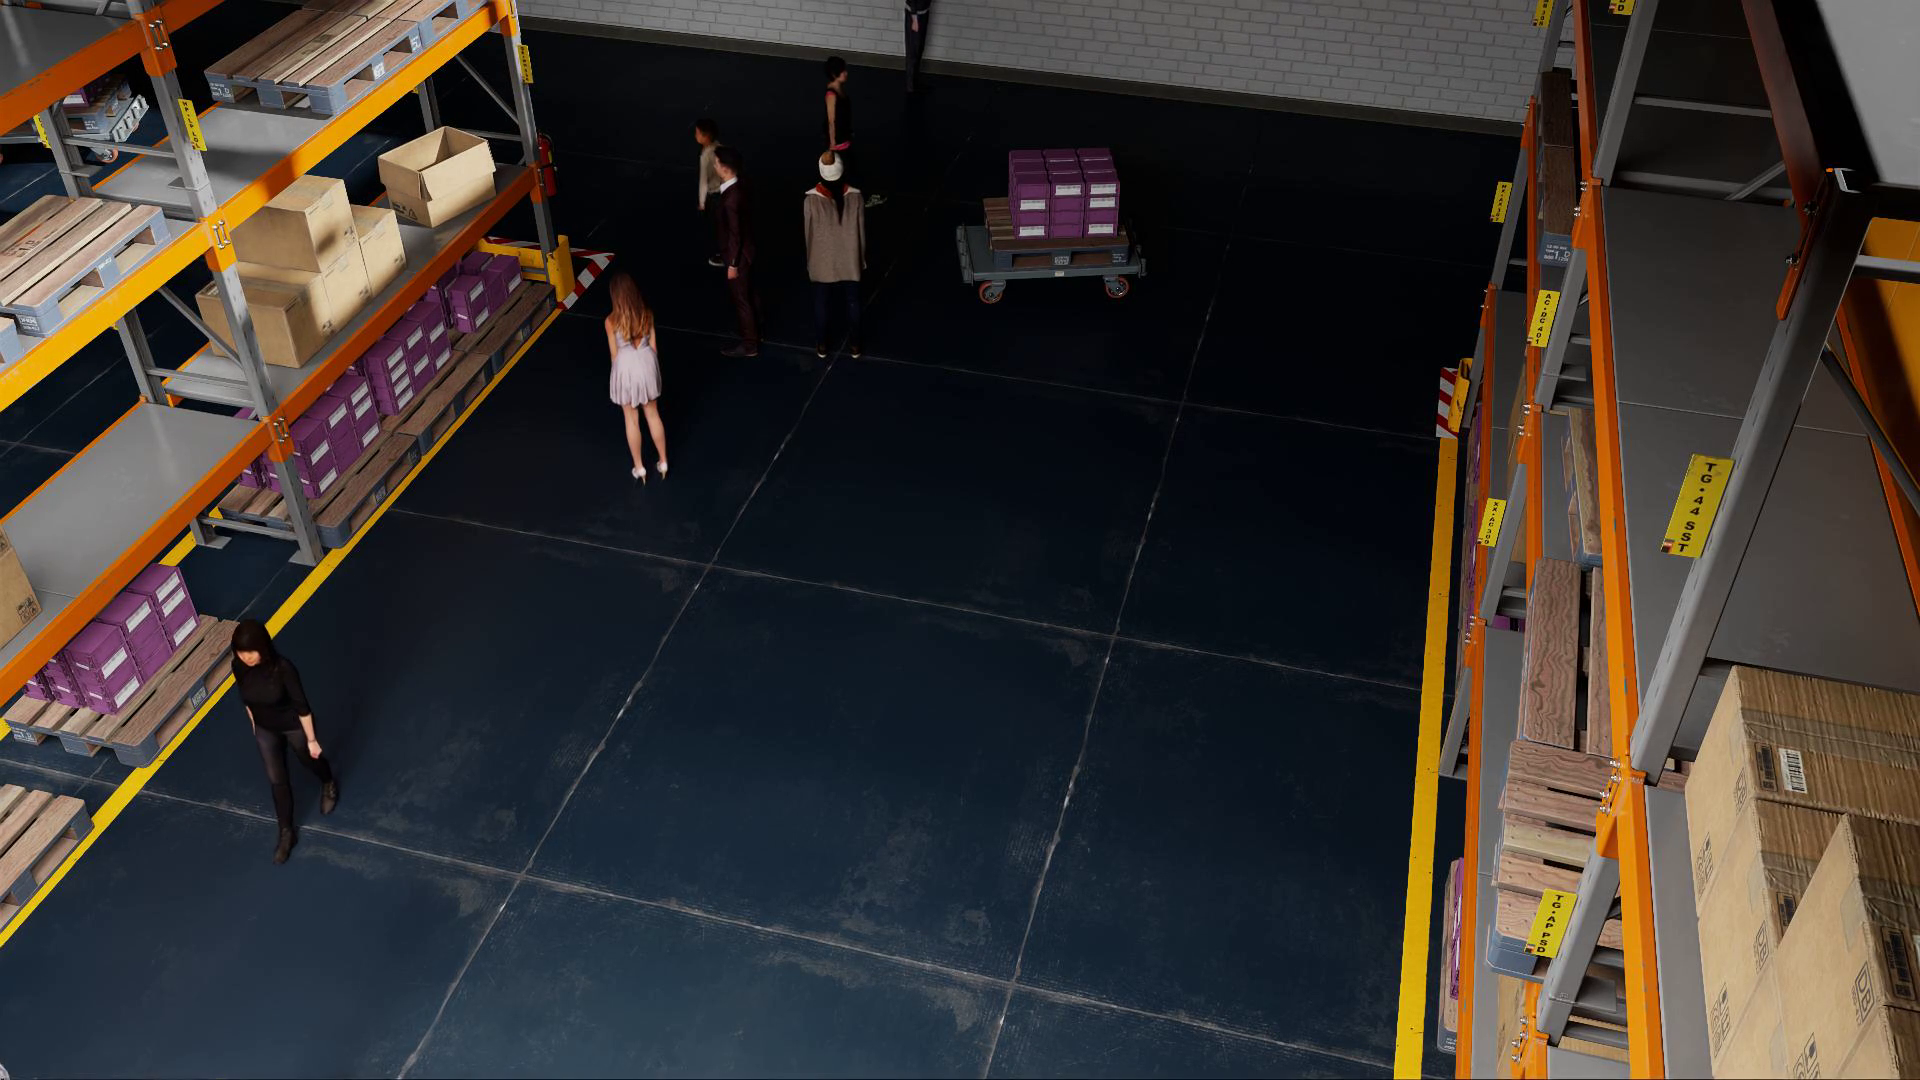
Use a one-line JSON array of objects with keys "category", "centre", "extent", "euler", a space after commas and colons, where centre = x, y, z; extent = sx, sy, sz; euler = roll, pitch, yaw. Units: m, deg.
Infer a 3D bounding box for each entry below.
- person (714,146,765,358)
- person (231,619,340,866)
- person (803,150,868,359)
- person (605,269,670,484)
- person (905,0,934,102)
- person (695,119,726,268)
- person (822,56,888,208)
[{"category": "person", "centre": [-1.845, -2.415, 13.903], "extent": [0.760, 1.864, 0.551], "euler": [5, 39, 6]}, {"category": "person", "centre": [-3.935, 1.048, 9.765], "extent": [0.720, 1.617, 0.967], "euler": [3, 39, 3]}, {"category": "person", "centre": [-1.047, -2.382, 13.840], "extent": [0.768, 1.892, 0.784], "euler": [-3, 39, -4]}, {"category": "person", "centre": [-2.417, -1.205, 12.467], "extent": [0.681, 1.766, 0.741], "euler": [-20, 43, -23]}, {"category": "person", "centre": [-0.462, -5.701, 18.086], "extent": [0.643, 1.779, 0.409], "euler": [9, 40, 12]}, {"category": "person", "centre": [-2.162, -3.150, 15.152], "extent": [0.626, 1.454, 0.465], "euler": [8, 39, 10]}, {"category": "person", "centre": [-1.263, -3.911, 16.048], "extent": [0.804, 1.526, 0.951], "euler": [-2, 39, -3]}]
